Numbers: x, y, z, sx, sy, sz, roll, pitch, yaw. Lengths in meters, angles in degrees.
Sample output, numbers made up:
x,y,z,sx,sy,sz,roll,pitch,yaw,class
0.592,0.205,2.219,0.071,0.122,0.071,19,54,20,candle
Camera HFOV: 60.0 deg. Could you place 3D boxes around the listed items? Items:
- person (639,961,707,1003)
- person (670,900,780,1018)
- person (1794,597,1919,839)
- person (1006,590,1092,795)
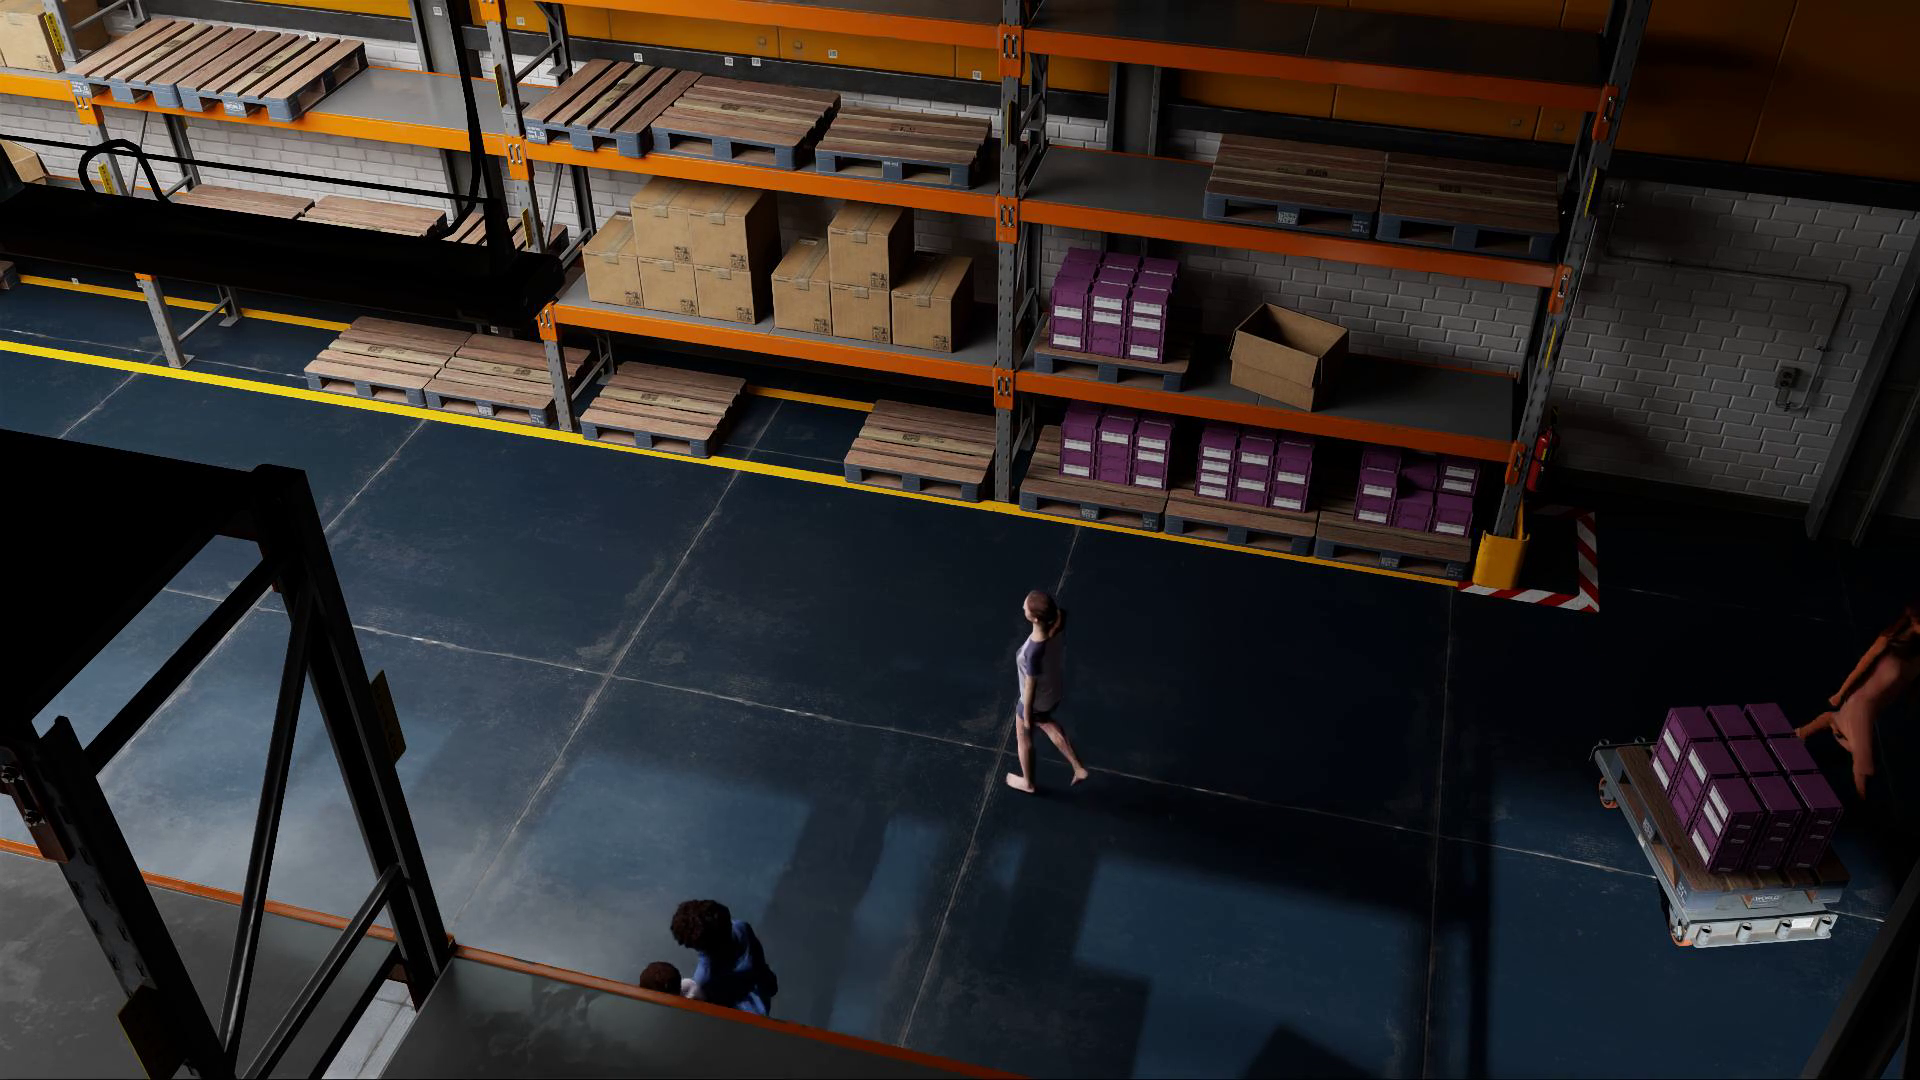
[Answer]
x,y,z,sx,sy,sz,roll,pitch,yaw,class
-1.537,2.736,8.734,1.105,1.798,1.271,-26,45,-28,person
-1.116,2.582,8.947,1.042,1.773,0.806,16,41,19,person
5.904,1.002,10.930,1.205,1.767,1.147,-13,41,-16,person
0.601,1.052,10.880,0.897,1.751,0.748,25,45,28,person
